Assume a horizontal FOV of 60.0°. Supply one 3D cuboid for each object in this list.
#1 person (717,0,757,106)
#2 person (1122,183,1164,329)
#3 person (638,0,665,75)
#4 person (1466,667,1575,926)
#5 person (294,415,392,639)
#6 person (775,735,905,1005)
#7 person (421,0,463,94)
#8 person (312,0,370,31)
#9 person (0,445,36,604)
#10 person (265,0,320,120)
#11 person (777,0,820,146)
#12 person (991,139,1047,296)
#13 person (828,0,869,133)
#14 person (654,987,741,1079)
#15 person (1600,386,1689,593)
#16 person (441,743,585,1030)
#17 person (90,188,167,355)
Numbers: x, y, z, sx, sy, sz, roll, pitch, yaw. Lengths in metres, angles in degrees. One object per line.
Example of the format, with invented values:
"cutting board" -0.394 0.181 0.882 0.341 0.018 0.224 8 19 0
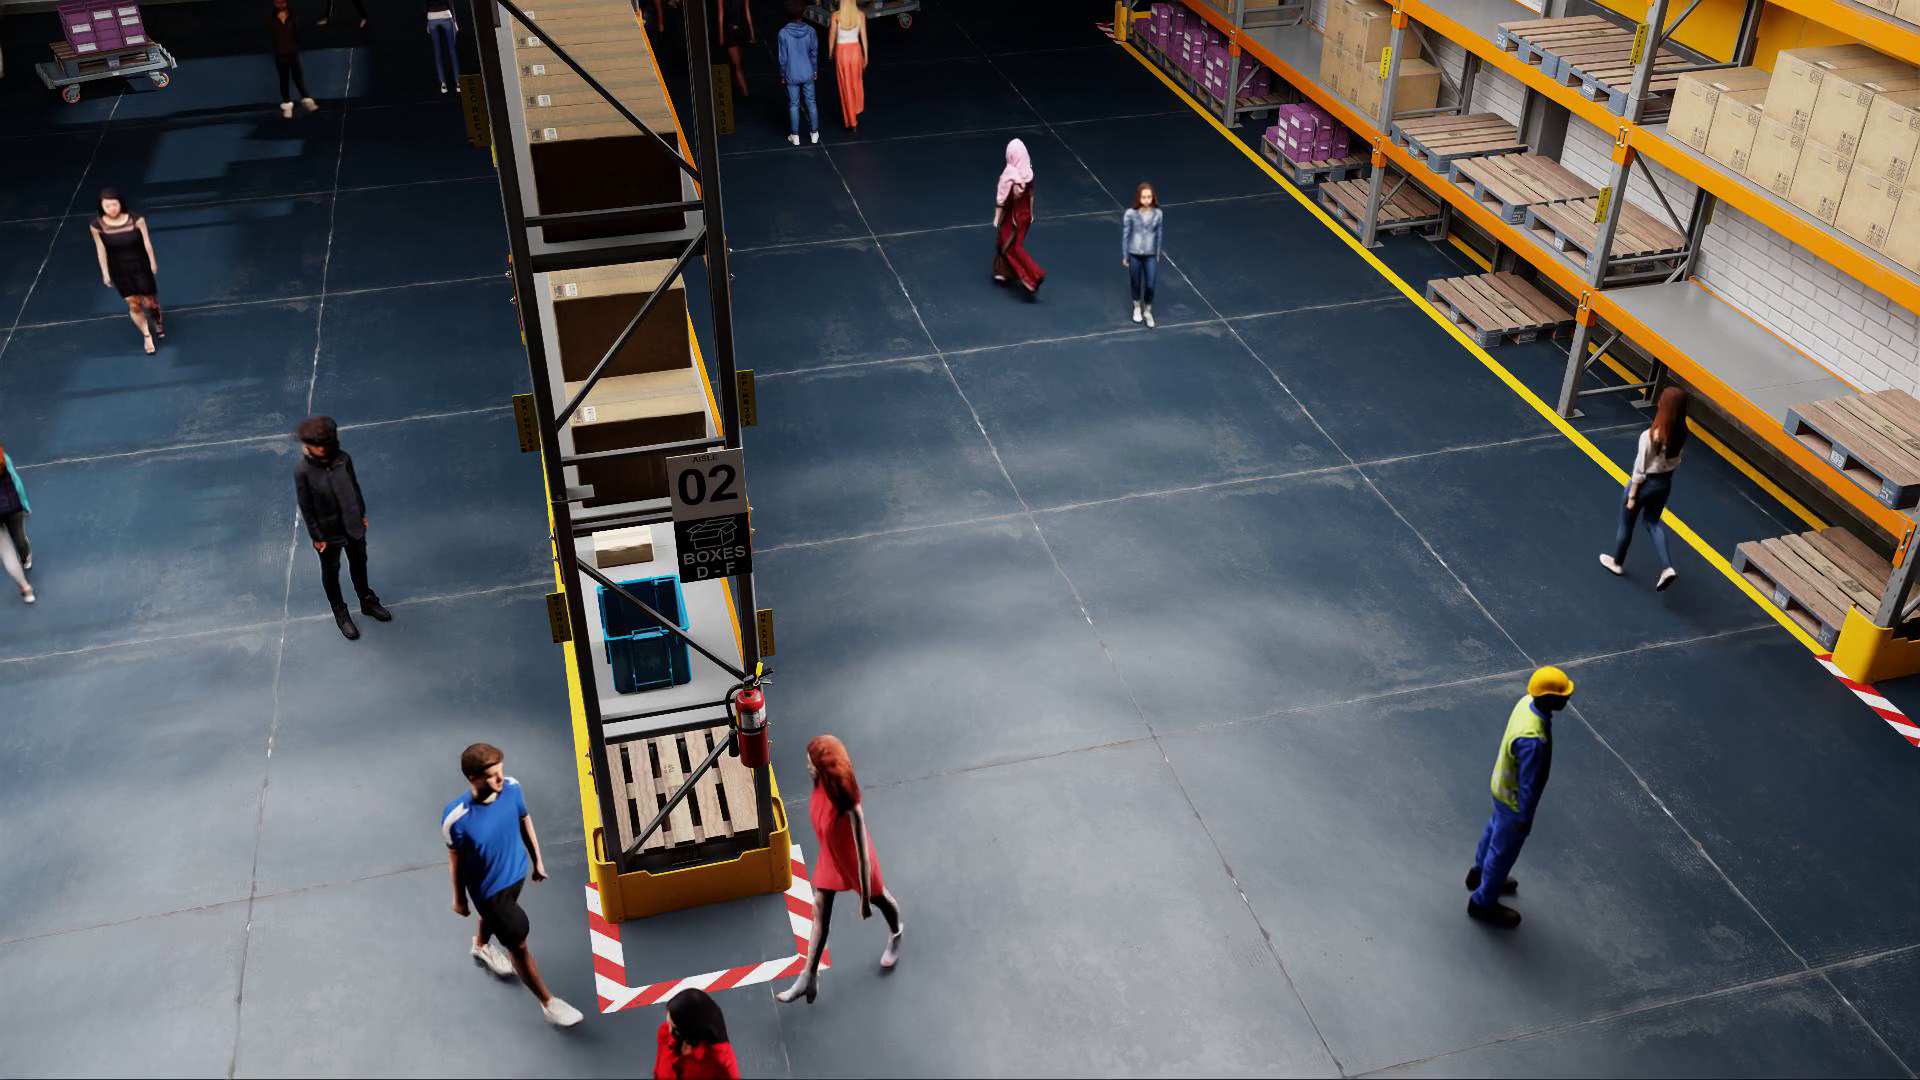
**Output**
"person" -3.043 -6.727 22.243 0.883 1.696 1.203 -22 39 -29
"person" 1.812 -2.899 16.694 0.634 1.463 0.688 -1 34 -1
"person" -4.258 -6.917 22.437 0.695 1.797 1.041 -11 35 -16
"person" 3.285 1.472 9.803 0.802 1.812 0.687 10 35 14
"person" -4.596 -0.131 12.250 0.754 1.773 0.726 26 42 33
"person" -0.554 1.789 9.362 1.107 1.772 1.186 -27 42 -34
"person" -7.032 -6.976 22.537 0.622 1.786 0.609 -1 34 -2
"person" -9.174 -8.402 24.794 0.919 1.662 1.084 3 34 4
"person" -7.292 -0.190 12.612 0.753 1.470 0.996 -19 38 -26
"person" -8.802 -6.301 21.646 0.856 1.647 0.711 -9 35 -13
"person" -2.020 -5.873 20.862 0.659 1.803 0.549 -8 35 -12
"person" 0.622 -3.303 17.170 1.090 1.609 0.959 25 41 33
"person" -1.409 -6.097 21.234 0.654 1.764 1.140 -8 34 -12
"person" -1.232 2.750 7.937 0.739 1.750 0.793 16 37 22
"person" 5.313 -0.366 12.657 0.599 1.714 0.950 -11 35 -15
"person" -2.631 1.839 9.250 1.279 1.814 1.191 19 38 26
"person" -8.003 -2.609 16.040 0.685 1.704 0.725 -13 36 -19
